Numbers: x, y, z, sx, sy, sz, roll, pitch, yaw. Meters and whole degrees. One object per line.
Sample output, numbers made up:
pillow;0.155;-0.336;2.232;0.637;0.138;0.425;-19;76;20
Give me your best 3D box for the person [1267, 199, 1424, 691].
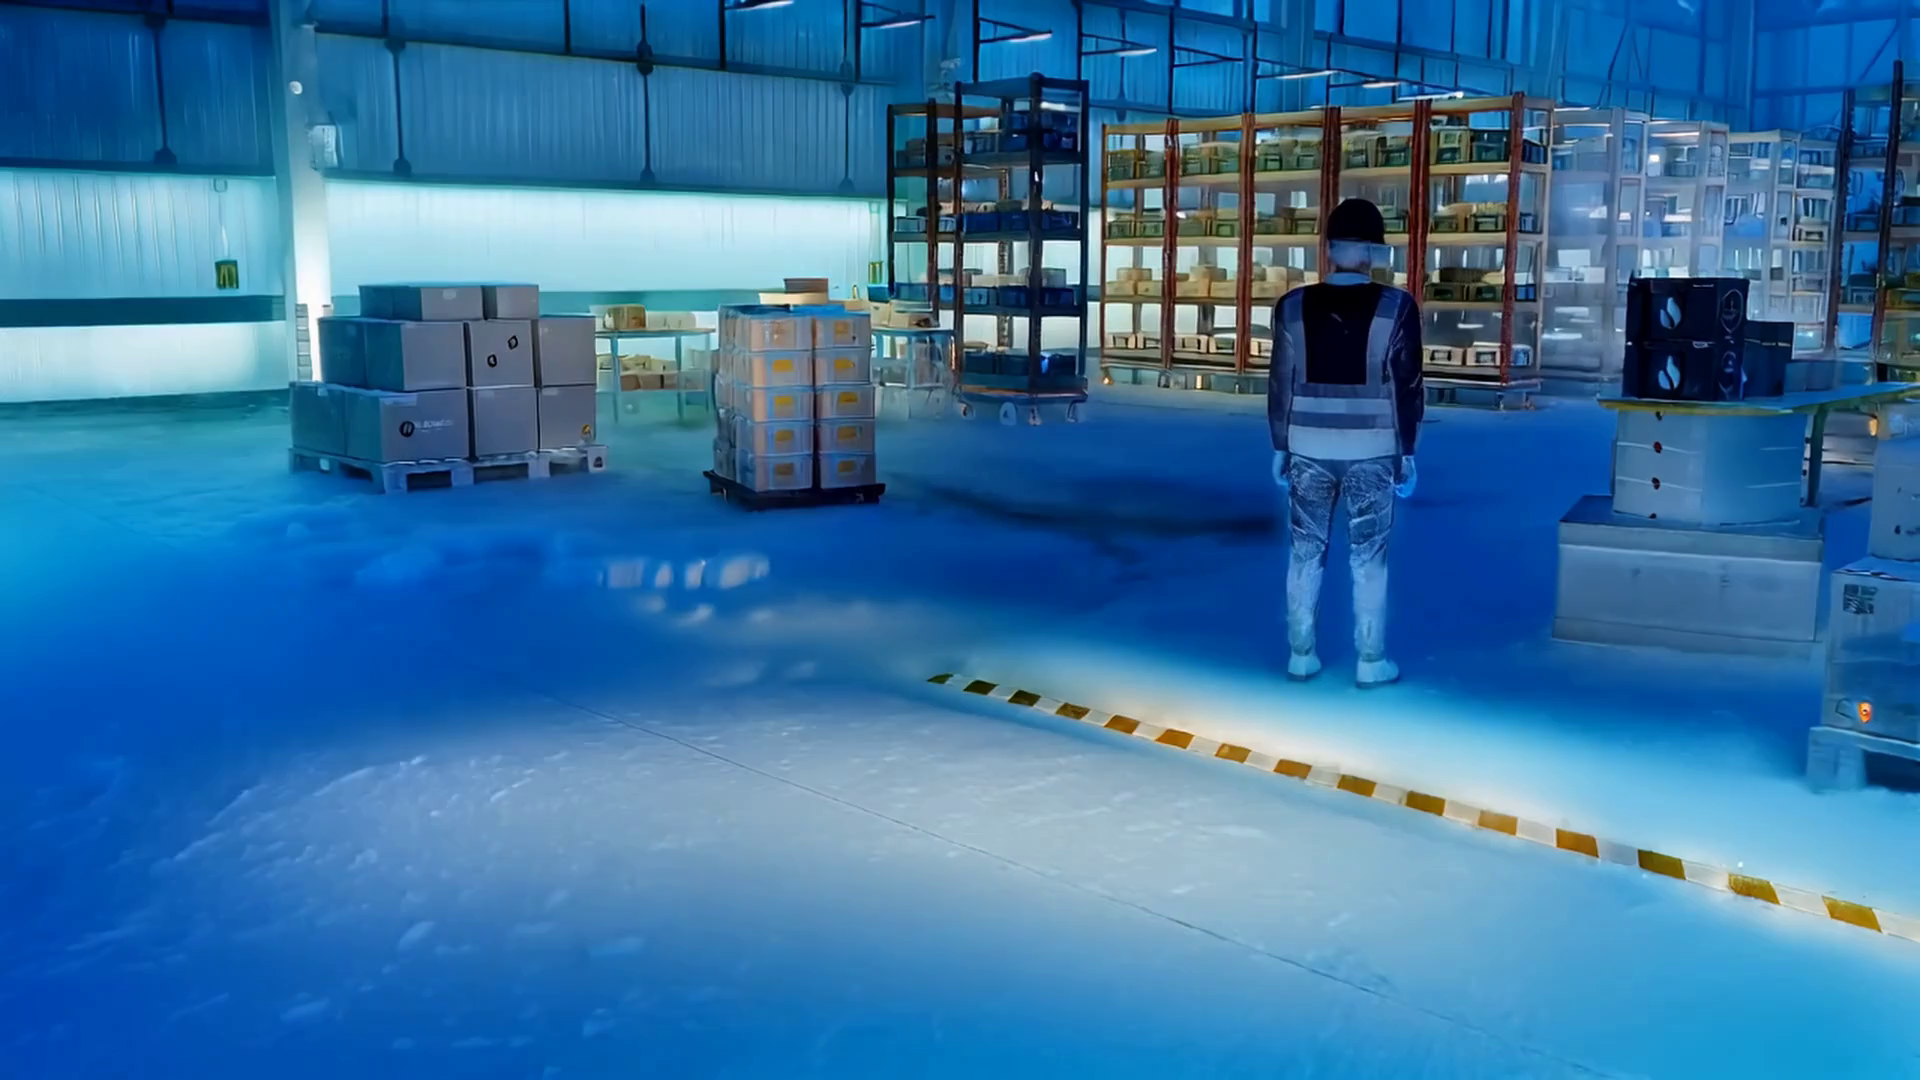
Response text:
person;1.537;-0.373;6.650;0.618;1.946;0.394;5;11;27
